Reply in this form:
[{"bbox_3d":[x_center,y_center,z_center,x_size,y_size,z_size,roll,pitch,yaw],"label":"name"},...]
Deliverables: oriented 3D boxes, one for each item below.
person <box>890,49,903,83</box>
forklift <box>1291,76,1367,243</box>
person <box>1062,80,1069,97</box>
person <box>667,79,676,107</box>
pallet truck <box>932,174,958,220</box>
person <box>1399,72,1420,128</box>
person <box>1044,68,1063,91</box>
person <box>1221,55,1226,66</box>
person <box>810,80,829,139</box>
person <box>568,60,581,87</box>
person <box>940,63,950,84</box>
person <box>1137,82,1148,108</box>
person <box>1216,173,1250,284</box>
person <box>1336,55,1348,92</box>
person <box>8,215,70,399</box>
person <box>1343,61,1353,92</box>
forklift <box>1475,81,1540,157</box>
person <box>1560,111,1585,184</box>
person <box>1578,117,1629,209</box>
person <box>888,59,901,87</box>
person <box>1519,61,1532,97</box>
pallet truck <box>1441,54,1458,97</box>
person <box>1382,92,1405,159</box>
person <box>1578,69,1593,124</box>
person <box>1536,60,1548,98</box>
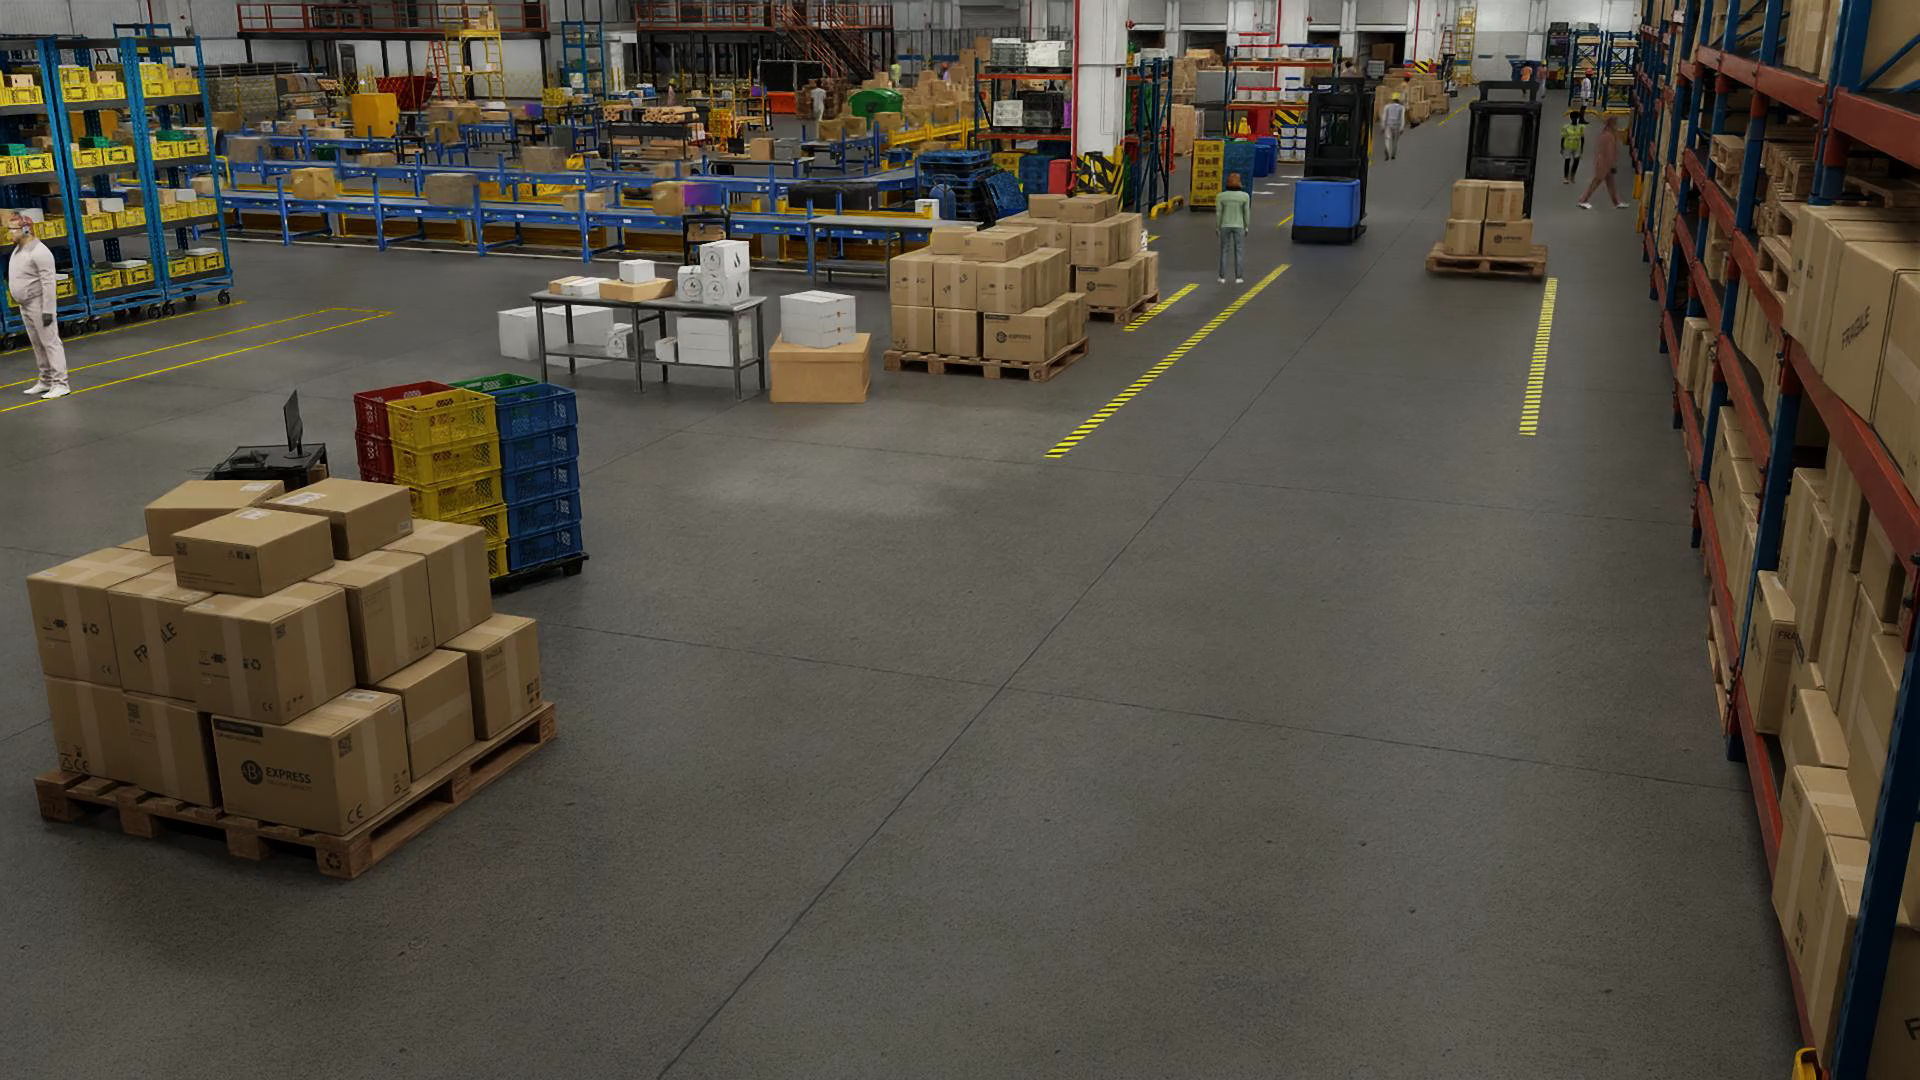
[{"bbox_3d":[-3.738,-26.943,94.358,1.022,1.943,0.615,-4,18,-11],"label":"person"},{"bbox_3d":[6.598,-6.755,29.381,1.129,2.768,1.873,6,19,19],"label":"forklift"},{"bbox_3d":[4.317,-19.341,70.648,0.958,1.820,0.526,-12,21,-34],"label":"person"},{"bbox_3d":[-9.557,-14.429,55.317,0.345,1.761,0.523,-2,18,-5],"label":"person"},{"bbox_3d":[-0.507,-5.292,27.348,0.653,1.274,1.630,6,19,19],"label":"pallet truck"},{"bbox_3d":[15.439,-15.197,57.517,0.985,1.883,0.549,0,18,1],"label":"person"},{"bbox_3d":[3.348,-15.854,59.334,0.689,2.000,0.539,5,18,17],"label":"person"},{"bbox_3d":[12.170,-21.554,77.382,0.956,1.948,0.653,-6,19,-19],"label":"person"},{"bbox_3d":[-4.458,-13.759,53.107,0.556,1.813,0.981,4,18,12],"label":"person"},{"bbox_3d":[-16.854,-19.896,72.319,0.782,1.859,0.603,11,21,30],"label":"person"},{"bbox_3d":[-0.612,-17.642,65.041,1.067,1.982,0.635,-3,18,-9],"label":"person"},{"bbox_3d":[6.183,-14.810,56.691,0.569,1.635,0.875,7,19,20],"label":"person"},{"bbox_3d":[4.043,-4.624,24.703,0.500,1.636,0.284,3,18,9],"label":"person"},{"bbox_3d":[18.428,-22.562,80.724,1.022,1.839,0.593,-1,18,-2],"label":"person"},{"bbox_3d":[-9.682,-2.438,17.395,0.638,1.911,0.406,13,22,36],"label":"person"},{"bbox_3d":[17.333,-20.435,74.154,0.986,1.797,0.614,0,18,0],"label":"person"},{"bbox_3d":[8.975,-6.176,27.560,1.129,2.768,1.873,6,19,19],"label":"forklift"},{"bbox_3d":[14.347,-9.194,38.980,0.559,1.677,0.487,4,18,12],"label":"person"},{"bbox_3d":[13.239,-7.711,34.060,1.017,1.854,0.661,4,18,12],"label":"person"},{"bbox_3d":[-3.008,-21.068,76.080,0.468,1.821,0.625,17,24,42],"label":"person"},{"bbox_3d":[26.708,-21.773,78.593,0.561,1.637,0.810,14,23,38],"label":"person"},{"bbox_3d":[22.765,-21.886,78.355,0.823,1.965,1.885,-4,18,-14],"label":"pallet truck"},{"bbox_3d":[11.792,-11.261,45.277,0.598,1.812,0.769,6,19,19],"label":"person"},{"bbox_3d":[22.492,-15.933,59.751,0.358,1.938,0.542,2,18,7],"label":"person"},{"bbox_3d":[27.193,-21.566,77.783,0.505,1.728,0.819,1,18,2],"label":"person"}]
